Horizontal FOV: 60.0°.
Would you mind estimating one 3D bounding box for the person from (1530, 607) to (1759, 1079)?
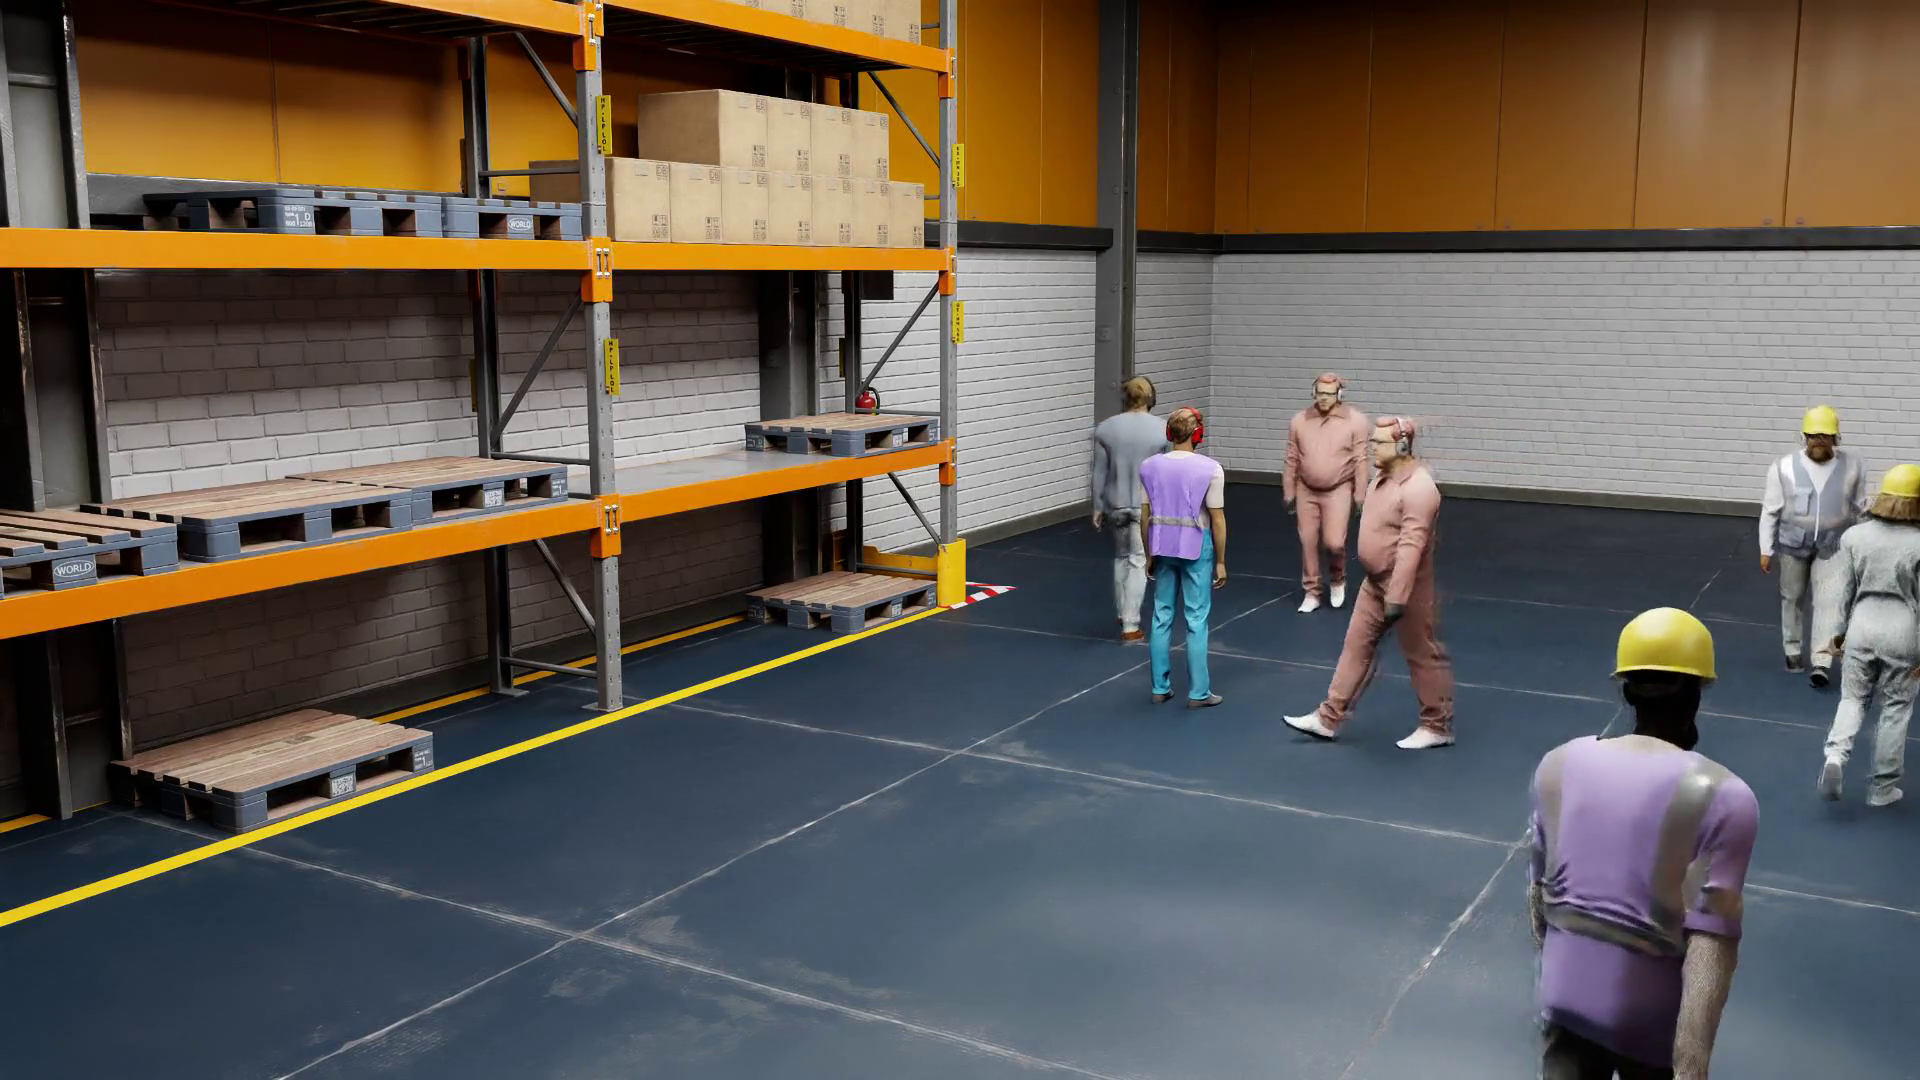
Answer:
[{"bbox_3d":[1.586,1.100,3.951,0.995,1.845,0.596,-7,12,-38],"label":"person"}]

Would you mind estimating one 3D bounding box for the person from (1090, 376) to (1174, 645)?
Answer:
[{"bbox_3d":[1.309,-0.227,12.037,0.648,1.909,0.787,5,10,27],"label":"person"}]

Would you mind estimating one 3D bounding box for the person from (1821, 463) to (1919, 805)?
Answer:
[{"bbox_3d":[4.512,0.484,8.152,0.574,1.727,0.499,-8,12,-40],"label":"person"}]

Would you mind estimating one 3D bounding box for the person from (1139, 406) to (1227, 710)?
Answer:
[{"bbox_3d":[1.348,0.113,10.116,0.567,1.848,0.389,6,11,32],"label":"person"}]

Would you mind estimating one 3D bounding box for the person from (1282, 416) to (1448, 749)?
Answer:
[{"bbox_3d":[2.301,0.253,9.198,0.965,1.861,0.673,-2,9,-11],"label":"person"}]

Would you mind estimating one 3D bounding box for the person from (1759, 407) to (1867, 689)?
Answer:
[{"bbox_3d":[5.494,0.040,10.728,0.621,1.791,0.906,4,10,24],"label":"person"}]

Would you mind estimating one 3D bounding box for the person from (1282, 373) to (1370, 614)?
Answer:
[{"bbox_3d":[2.813,-0.356,12.915,0.676,1.887,0.422,5,10,29],"label":"person"}]
